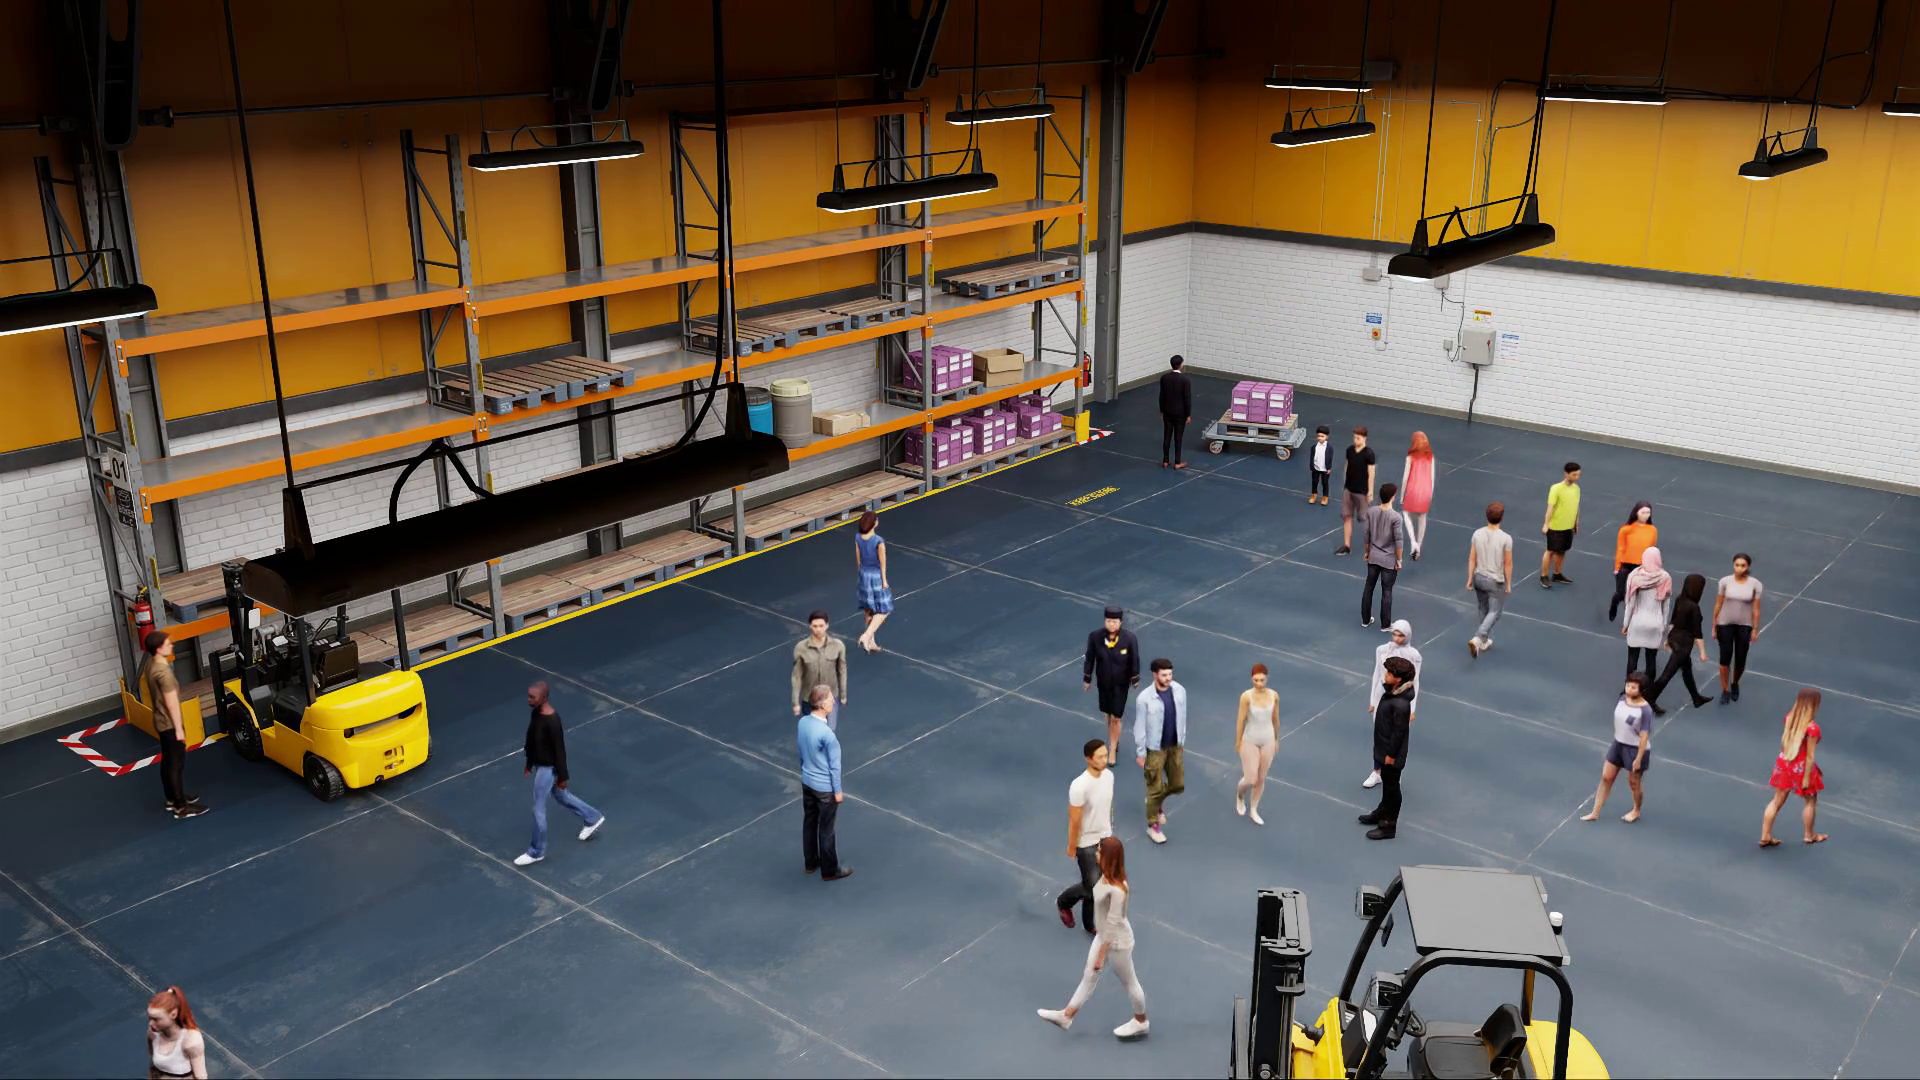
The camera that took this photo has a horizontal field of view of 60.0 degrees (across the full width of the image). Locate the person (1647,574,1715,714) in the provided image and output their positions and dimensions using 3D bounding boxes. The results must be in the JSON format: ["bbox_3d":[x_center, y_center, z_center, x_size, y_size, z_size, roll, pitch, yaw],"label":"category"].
[{"bbox_3d":[7.703,1.157,17.946,1.109,1.598,1.046,-2,19,-5],"label":"person"}]

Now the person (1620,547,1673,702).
[{"bbox_3d":[7.536,0.936,18.282,0.710,1.802,0.713,5,19,15],"label":"person"}]

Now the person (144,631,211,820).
[{"bbox_3d":[-7.534,1.736,15.830,0.637,1.851,0.700,-14,23,-35],"label":"person"}]

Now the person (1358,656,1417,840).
[{"bbox_3d":[4.013,1.905,15.439,0.798,1.781,0.722,1,19,3],"label":"person"}]

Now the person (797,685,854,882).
[{"bbox_3d":[-1.238,2.134,14.713,0.601,1.809,0.679,-16,25,-40],"label":"person"}]

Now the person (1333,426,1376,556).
[{"bbox_3d":[5.584,-0.697,23.074,1.122,1.840,0.817,-14,23,-36],"label":"person"}]

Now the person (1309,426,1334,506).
[{"bbox_3d":[5.512,-1.151,25.387,0.547,1.223,0.541,8,20,23],"label":"person"}]

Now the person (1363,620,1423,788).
[{"bbox_3d":[4.254,1.611,16.317,0.632,1.777,0.559,12,22,31],"label":"person"}]

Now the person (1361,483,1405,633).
[{"bbox_3d":[5.179,0.201,20.387,0.683,1.853,0.549,17,25,41],"label":"person"}]

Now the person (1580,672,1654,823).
[{"bbox_3d":[6.352,1.958,15.668,0.966,1.534,0.792,-8,20,-23],"label":"person"}]

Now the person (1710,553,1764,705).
[{"bbox_3d":[8.556,0.949,18.346,0.669,1.736,0.666,9,21,26],"label":"person"}]

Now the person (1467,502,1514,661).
[{"bbox_3d":[6.180,0.501,19.456,0.655,1.877,1.066,14,23,36],"label":"person"}]

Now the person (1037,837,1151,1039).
[{"bbox_3d":[1.236,2.987,12.390,1.145,1.675,1.061,-2,19,-7],"label":"person"}]

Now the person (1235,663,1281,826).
[{"bbox_3d":[2.779,1.889,15.720,0.688,1.631,0.752,-5,19,-15],"label":"person"}]

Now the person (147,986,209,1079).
[{"bbox_3d":[-4.885,3.585,10.507,0.642,1.744,0.602,8,20,21],"label":"person"}]

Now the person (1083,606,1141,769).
[{"bbox_3d":[1.584,1.444,17.020,0.904,1.645,1.038,6,20,18],"label":"person"}]

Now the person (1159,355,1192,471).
[{"bbox_3d":[3.502,-2.099,27.167,0.733,1.884,0.598,11,22,30],"label":"person"}]

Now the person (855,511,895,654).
[{"bbox_3d":[-1.069,0.550,19.442,0.658,1.794,0.757,15,24,38],"label":"person"}]

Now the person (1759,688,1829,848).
[{"bbox_3d":[7.538,2.109,15.165,0.977,1.569,0.850,-6,19,-16],"label":"person"}]

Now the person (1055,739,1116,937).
[{"bbox_3d":[1.029,2.455,13.785,0.695,1.794,0.659,16,24,39],"label":"person"}]

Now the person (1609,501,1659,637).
[{"bbox_3d":[8.121,0.335,20.179,0.870,1.731,0.955,1,19,2],"label":"person"}]

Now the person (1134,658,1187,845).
[{"bbox_3d":[1.824,1.897,15.429,0.825,1.801,0.906,-8,20,-23],"label":"person"}]

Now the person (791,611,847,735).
[{"bbox_3d":[-1.385,1.538,16.421,1.191,1.850,1.225,-2,19,-5],"label":"person"}]

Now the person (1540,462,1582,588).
[{"bbox_3d":[7.899,-0.216,21.860,0.675,1.703,0.806,-8,20,-22],"label":"person"}]

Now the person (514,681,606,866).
[{"bbox_3d":[-3.656,2.057,15.094,1.213,1.712,0.802,-13,22,-33],"label":"person"}]

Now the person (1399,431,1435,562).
[{"bbox_3d":[6.278,-0.569,22.737,0.803,1.811,0.861,-1,19,-2],"label":"person"}]
